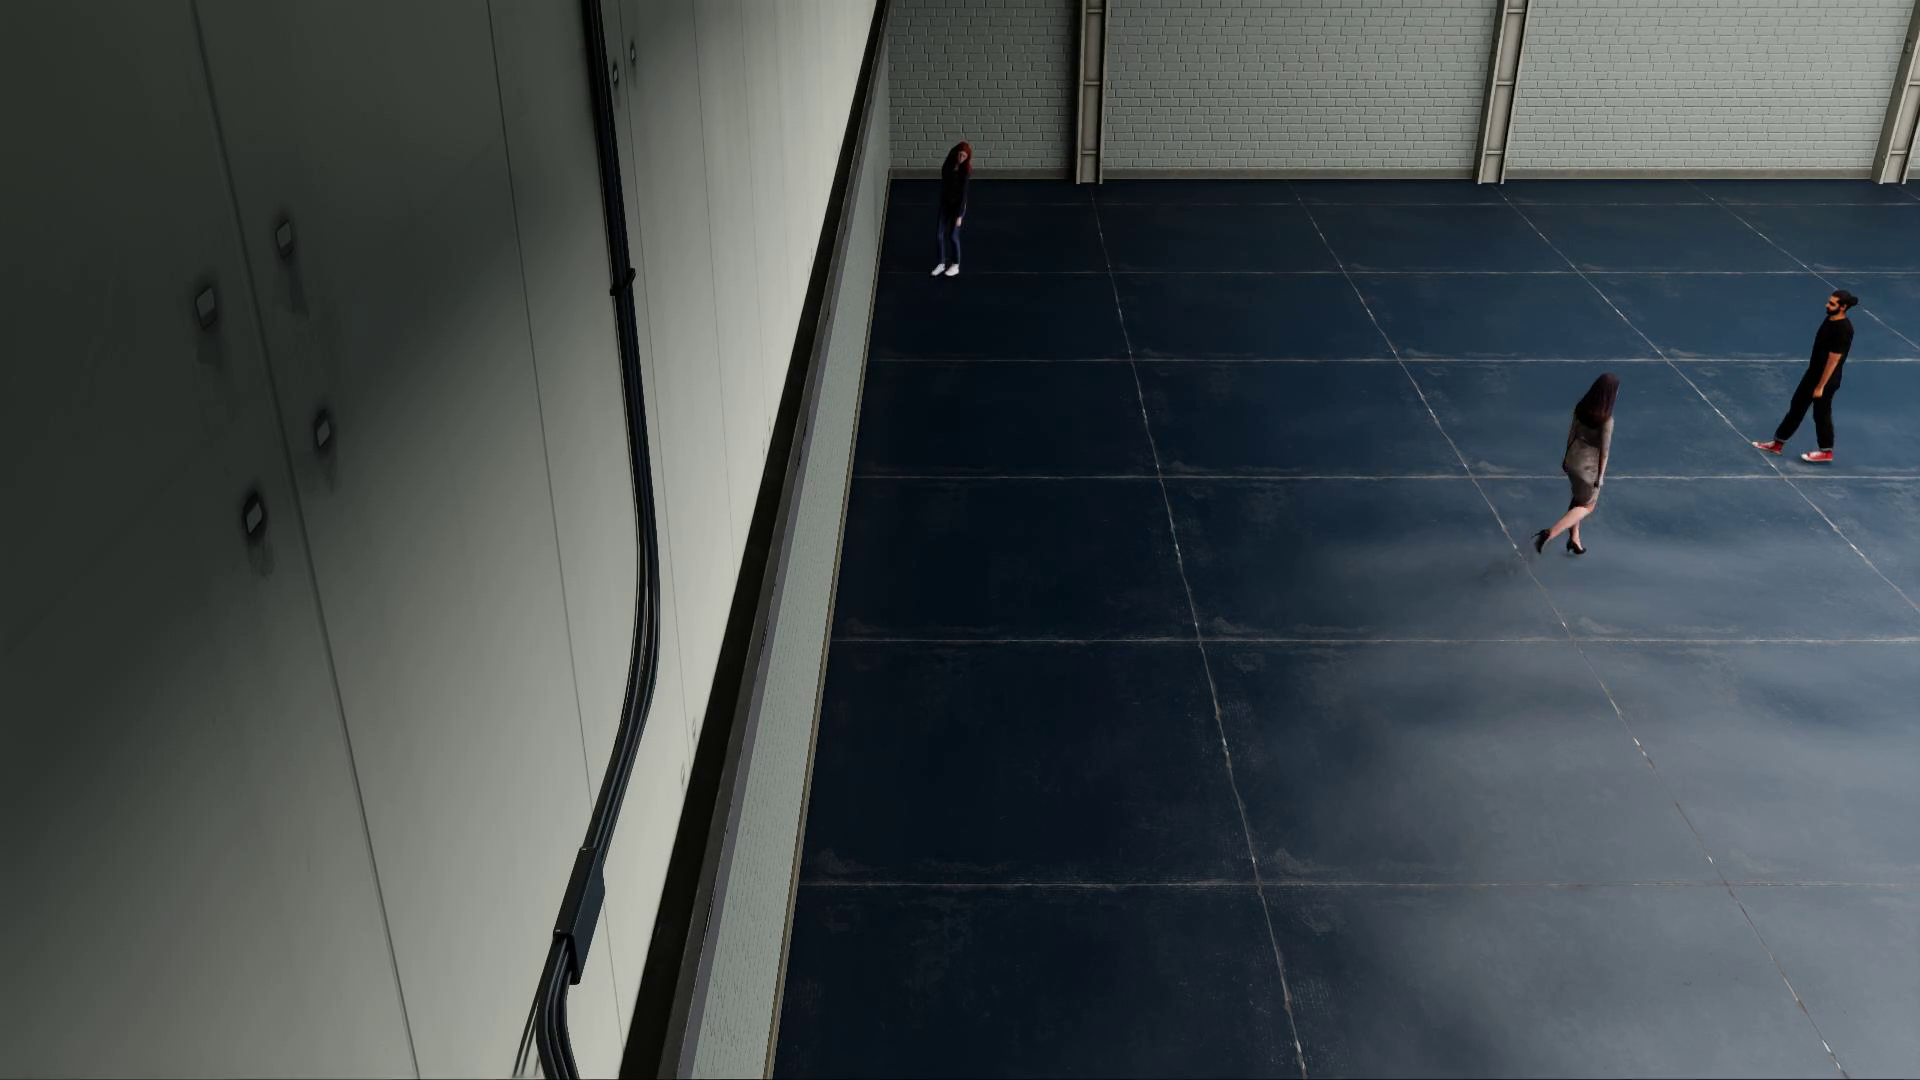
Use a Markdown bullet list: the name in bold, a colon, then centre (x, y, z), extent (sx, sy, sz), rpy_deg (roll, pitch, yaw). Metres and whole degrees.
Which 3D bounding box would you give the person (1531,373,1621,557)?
- **person**: centre (5.221, -0.581, 14.100), extent (1.022, 1.725, 0.818), rpy_deg (-11, 30, -20)

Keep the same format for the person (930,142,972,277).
- **person**: centre (-0.072, -4.094, 20.685), extent (0.863, 1.736, 0.783), rpy_deg (-22, 35, -36)

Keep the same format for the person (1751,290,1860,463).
- **person**: centre (8.315, -1.538, 15.889), extent (0.999, 1.733, 0.730), rpy_deg (4, 28, 7)
